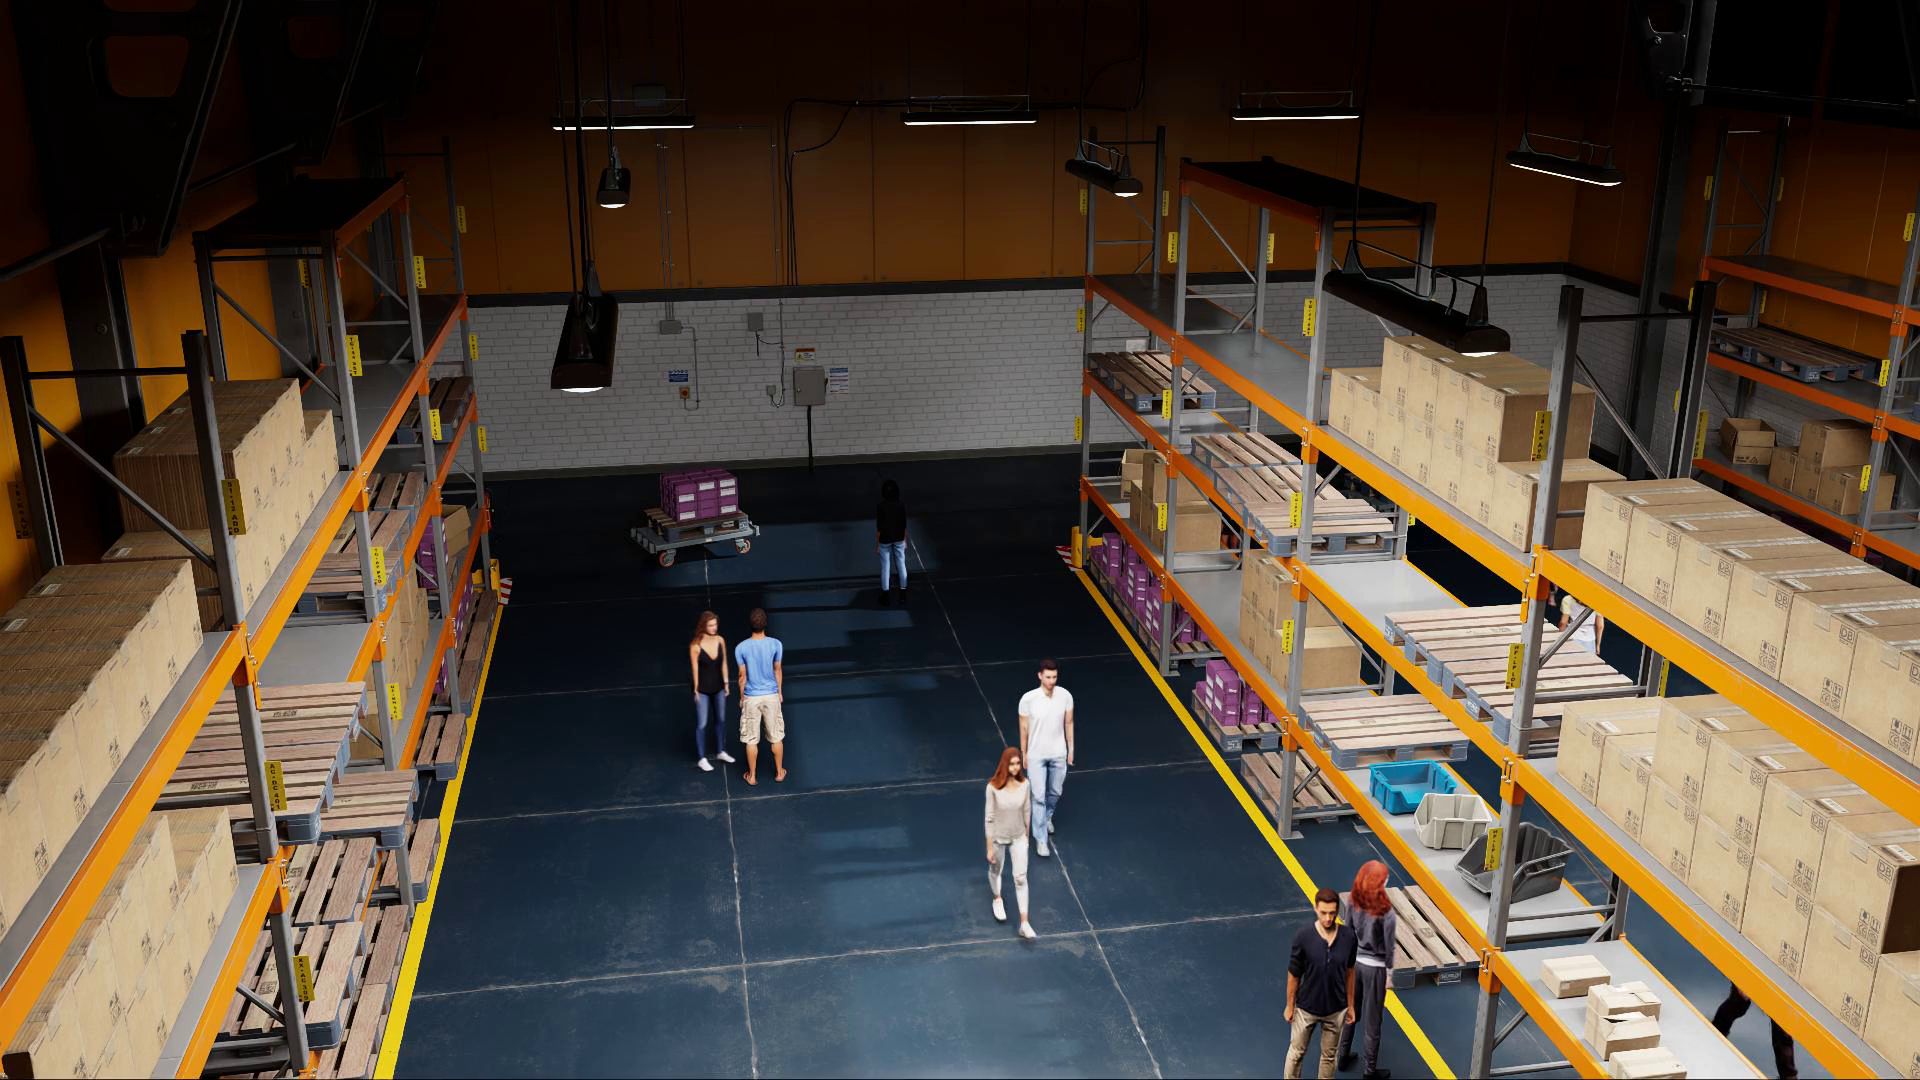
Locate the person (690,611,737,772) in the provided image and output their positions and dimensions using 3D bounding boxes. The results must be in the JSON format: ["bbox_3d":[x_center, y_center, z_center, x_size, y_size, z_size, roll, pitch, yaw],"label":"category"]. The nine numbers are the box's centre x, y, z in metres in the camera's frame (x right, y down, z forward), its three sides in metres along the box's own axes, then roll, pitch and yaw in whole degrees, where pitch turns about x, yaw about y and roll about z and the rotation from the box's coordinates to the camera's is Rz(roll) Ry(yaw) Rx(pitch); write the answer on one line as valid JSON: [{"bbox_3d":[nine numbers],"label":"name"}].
[{"bbox_3d":[-2.600,1.532,17.188,0.665,1.722,0.692,-15,24,-38],"label":"person"}]

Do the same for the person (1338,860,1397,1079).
[{"bbox_3d":[2.999,3.160,12.264,0.713,1.779,0.599,-15,24,-37],"label":"person"}]

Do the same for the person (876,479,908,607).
[{"bbox_3d":[-0.894,0.028,21.686,0.578,1.701,0.547,-4,19,-13],"label":"person"}]

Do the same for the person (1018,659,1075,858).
[{"bbox_3d":[0.812,1.975,15.692,0.667,1.837,0.980,-4,19,-11],"label":"person"}]

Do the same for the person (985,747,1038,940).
[{"bbox_3d":[0.367,2.529,14.303,0.601,1.675,1.007,-4,19,-11],"label":"person"}]

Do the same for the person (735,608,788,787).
[{"bbox_3d":[-2.010,1.580,16.822,0.660,1.864,0.585,-5,19,-14],"label":"person"}]

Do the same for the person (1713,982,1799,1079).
[{"bbox_3d":[5.855,3.132,12.293,0.790,1.814,1.217,-6,19,-16],"label":"person"}]

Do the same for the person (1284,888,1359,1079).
[{"bbox_3d":[2.550,3.283,11.777,0.684,1.857,0.583,0,19,-1],"label":"person"}]
